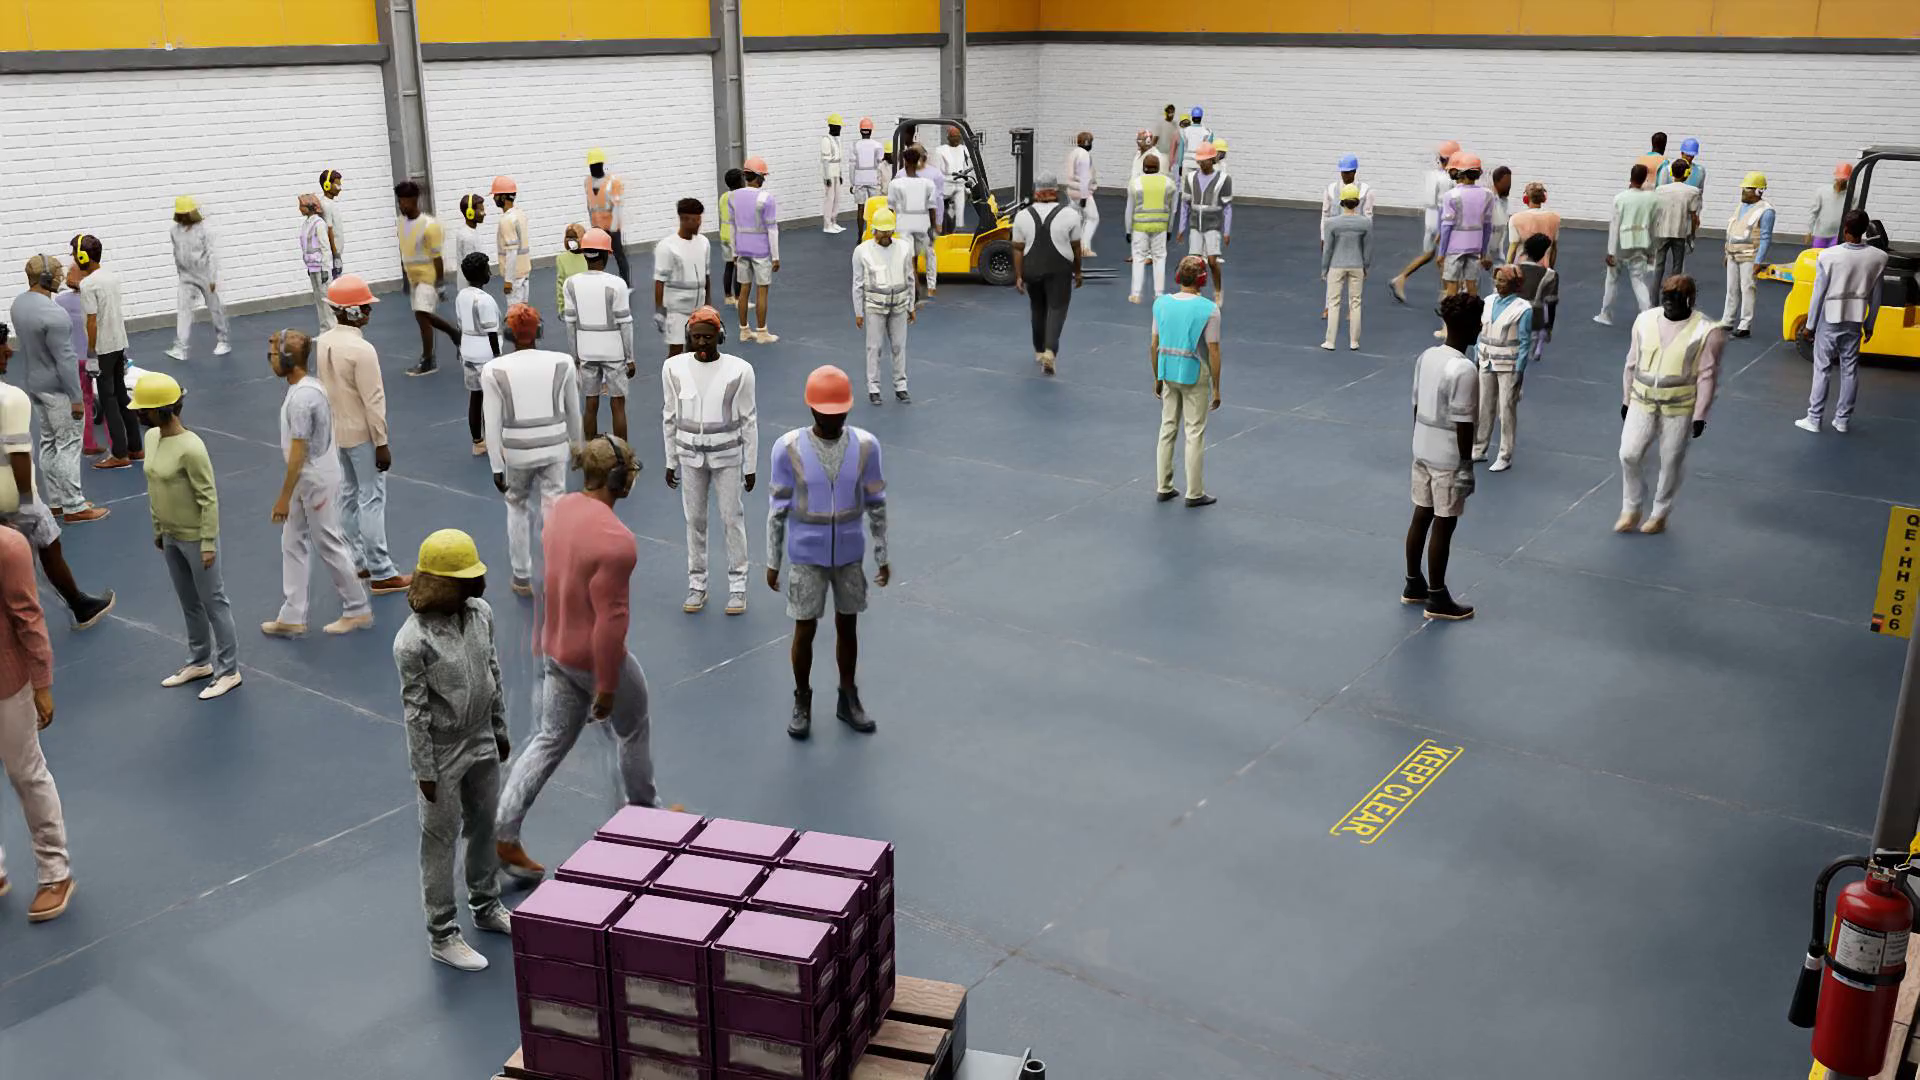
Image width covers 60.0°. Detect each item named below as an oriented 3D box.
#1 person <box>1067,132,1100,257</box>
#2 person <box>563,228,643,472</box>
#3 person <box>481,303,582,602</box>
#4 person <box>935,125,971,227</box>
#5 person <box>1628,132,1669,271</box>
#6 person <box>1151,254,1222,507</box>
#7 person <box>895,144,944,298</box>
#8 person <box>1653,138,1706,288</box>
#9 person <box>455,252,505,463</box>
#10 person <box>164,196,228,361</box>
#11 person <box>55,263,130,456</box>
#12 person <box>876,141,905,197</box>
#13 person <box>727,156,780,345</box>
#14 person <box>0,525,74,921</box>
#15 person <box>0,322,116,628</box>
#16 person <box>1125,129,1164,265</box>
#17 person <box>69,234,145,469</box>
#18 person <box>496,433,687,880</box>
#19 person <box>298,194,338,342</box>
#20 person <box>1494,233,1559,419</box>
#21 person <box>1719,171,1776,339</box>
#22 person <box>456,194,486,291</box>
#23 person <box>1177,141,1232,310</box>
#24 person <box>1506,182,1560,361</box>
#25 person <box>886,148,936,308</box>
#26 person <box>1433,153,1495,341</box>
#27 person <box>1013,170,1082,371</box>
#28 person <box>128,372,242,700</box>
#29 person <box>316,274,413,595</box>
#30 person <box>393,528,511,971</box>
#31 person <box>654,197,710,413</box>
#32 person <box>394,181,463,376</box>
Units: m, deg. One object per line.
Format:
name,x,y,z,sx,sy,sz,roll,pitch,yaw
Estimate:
person,1.836,-5.064,24.451,0.555,1.821,0.650,-4,18,-12
person,-2.787,-1.457,12.997,0.542,1.930,0.367,4,18,11
person,-2.610,-0.533,10.210,0.588,1.856,0.749,-6,19,-18
person,-0.109,-5.330,25.192,0.585,1.884,0.349,-7,19,-21
person,9.618,-4.719,23.233,0.397,1.911,0.588,-5,18,-14
person,1.648,-1.154,12.182,0.570,1.843,0.377,14,23,38
person,-0.518,-4.040,21.085,0.635,1.929,0.385,3,18,11
person,9.419,-4.278,21.795,0.602,1.943,0.393,0,18,-1
person,-3.840,-1.471,13.414,0.319,1.696,0.532,-16,24,-41
person,-7.985,-2.716,17.308,0.503,1.687,0.892,2,18,6
person,-7.031,-1.451,13.502,0.528,1.616,0.324,3,18,9
person,-0.963,-4.843,23.889,0.492,1.740,0.319,3,18,10
person,-2.220,-3.144,18.113,0.611,2.032,0.411,10,20,28
person,-3.901,0.575,6.556,0.624,1.984,0.413,-2,18,-7
person,-5.390,-0.301,9.408,0.622,1.908,1.011,5,18,15
person,2.628,-4.900,23.801,0.403,1.906,0.652,-8,19,-22
person,-6.813,-1.495,13.242,0.344,1.857,0.525,0,18,-1
person,-1.634,0.504,6.961,0.630,1.887,0.982,17,24,42
person,-6.981,-2.940,18.103,0.310,1.638,0.523,-14,22,-37
person,5.031,-1.918,14.892,0.585,1.629,0.866,9,20,26
person,8.704,-3.159,18.471,0.403,1.834,0.589,-4,18,-13
person,-4.678,-2.391,16.040,0.320,1.856,0.526,-5,18,-14
person,2.959,-3.778,20.084,0.627,2.036,0.398,12,21,33
person,5.890,-2.753,17.190,0.567,1.839,0.375,-4,18,-12
person,-0.597,-3.845,20.499,0.610,1.922,0.996,-8,19,-24
person,5.526,-3.211,18.297,0.608,2.044,0.372,-5,18,-14
person,0.884,-2.760,16.890,0.682,2.000,0.958,5,19,16
person,-4.097,-0.022,8.776,0.526,1.765,0.329,13,22,34
person,-3.736,-0.655,10.378,0.612,1.995,0.393,16,23,40
person,-1.876,0.787,6.290,0.321,1.737,0.484,8,19,23
person,-2.492,-2.114,15.028,0.438,1.950,0.661,13,22,36
person,-5.309,-2.651,16.716,0.615,1.938,0.763,15,23,39
